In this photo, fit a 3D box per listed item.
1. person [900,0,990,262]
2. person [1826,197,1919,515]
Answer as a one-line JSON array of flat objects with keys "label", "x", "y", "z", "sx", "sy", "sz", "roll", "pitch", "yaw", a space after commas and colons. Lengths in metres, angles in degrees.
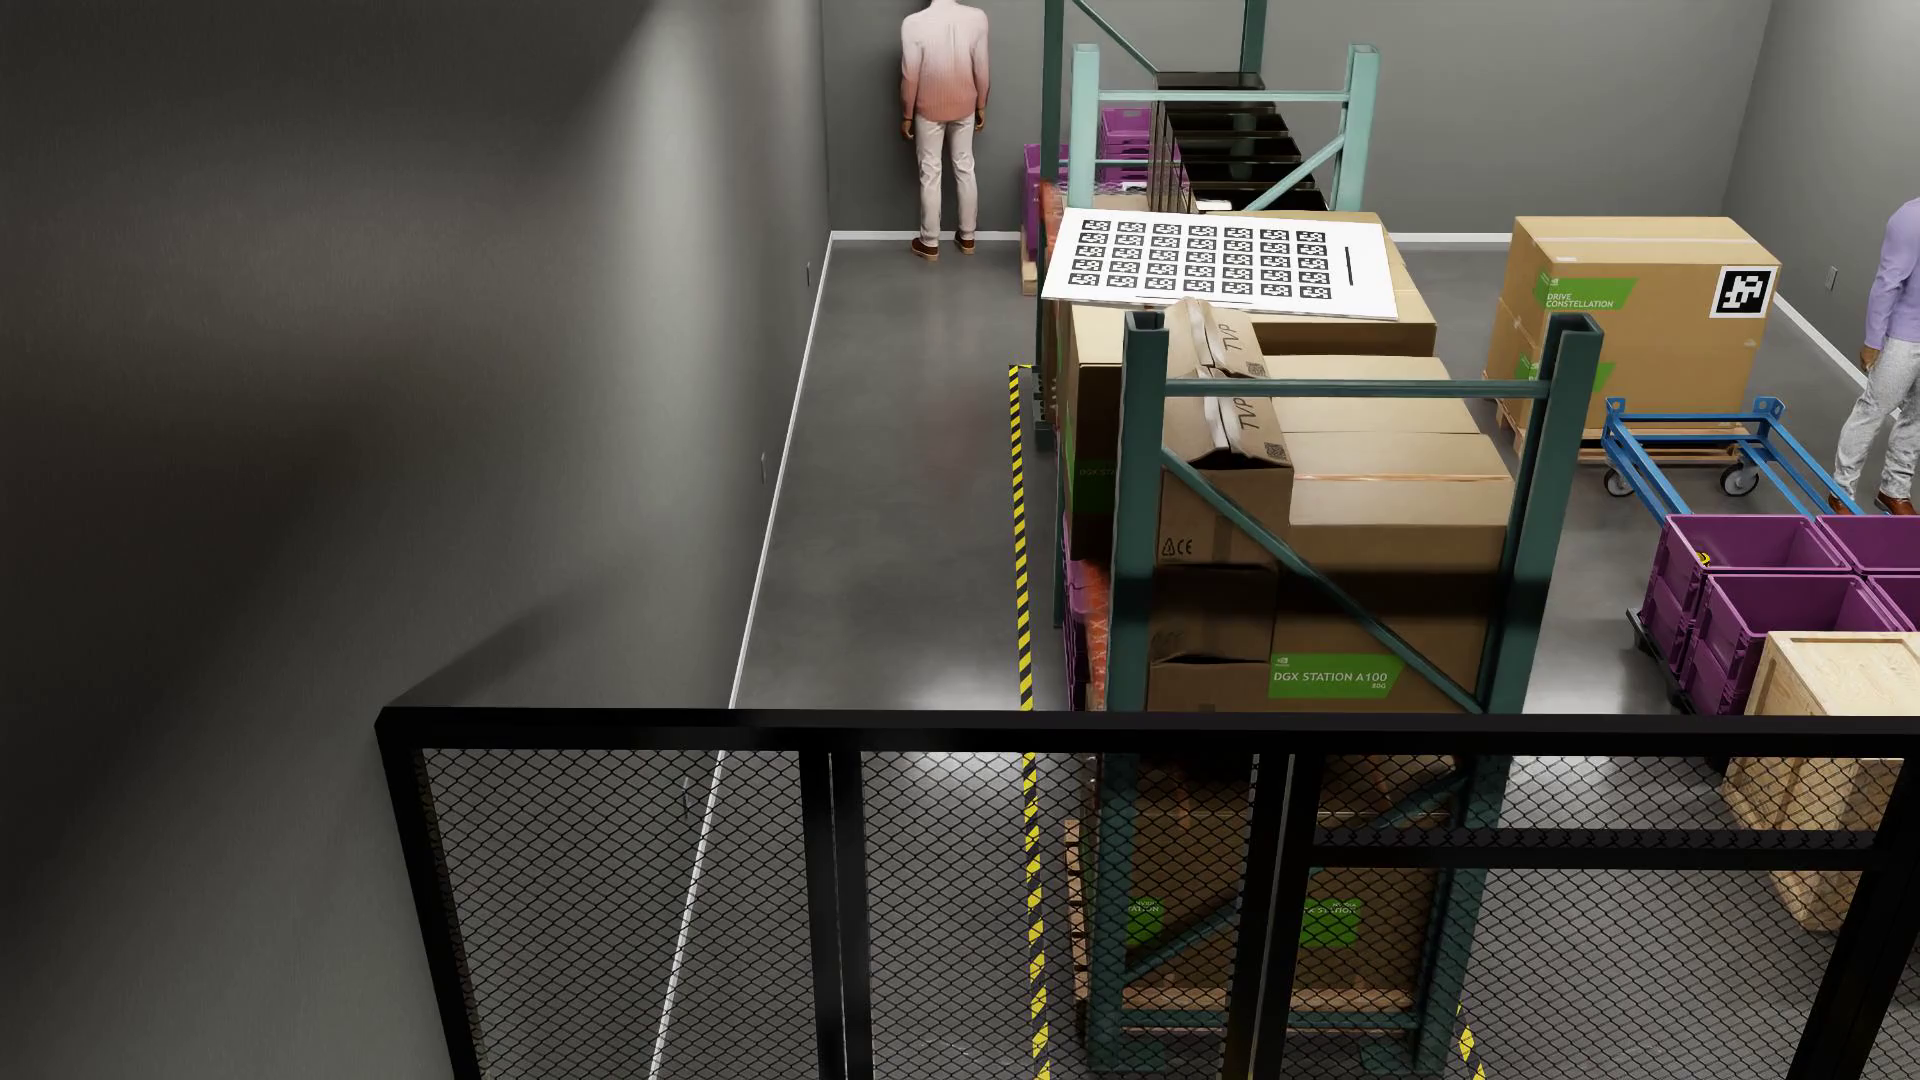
[{"label": "person", "x": -0.107, "y": -2.817, "z": 10.839, "sx": 0.622, "sy": 1.993, "sz": 0.383, "roll": -13, "pitch": 33, "yaw": -20}, {"label": "person", "x": 4.528, "y": -0.945, "z": 7.784, "sx": 0.631, "sy": 1.940, "sz": 0.372, "roll": -1, "pitch": 31, "yaw": -2}]
